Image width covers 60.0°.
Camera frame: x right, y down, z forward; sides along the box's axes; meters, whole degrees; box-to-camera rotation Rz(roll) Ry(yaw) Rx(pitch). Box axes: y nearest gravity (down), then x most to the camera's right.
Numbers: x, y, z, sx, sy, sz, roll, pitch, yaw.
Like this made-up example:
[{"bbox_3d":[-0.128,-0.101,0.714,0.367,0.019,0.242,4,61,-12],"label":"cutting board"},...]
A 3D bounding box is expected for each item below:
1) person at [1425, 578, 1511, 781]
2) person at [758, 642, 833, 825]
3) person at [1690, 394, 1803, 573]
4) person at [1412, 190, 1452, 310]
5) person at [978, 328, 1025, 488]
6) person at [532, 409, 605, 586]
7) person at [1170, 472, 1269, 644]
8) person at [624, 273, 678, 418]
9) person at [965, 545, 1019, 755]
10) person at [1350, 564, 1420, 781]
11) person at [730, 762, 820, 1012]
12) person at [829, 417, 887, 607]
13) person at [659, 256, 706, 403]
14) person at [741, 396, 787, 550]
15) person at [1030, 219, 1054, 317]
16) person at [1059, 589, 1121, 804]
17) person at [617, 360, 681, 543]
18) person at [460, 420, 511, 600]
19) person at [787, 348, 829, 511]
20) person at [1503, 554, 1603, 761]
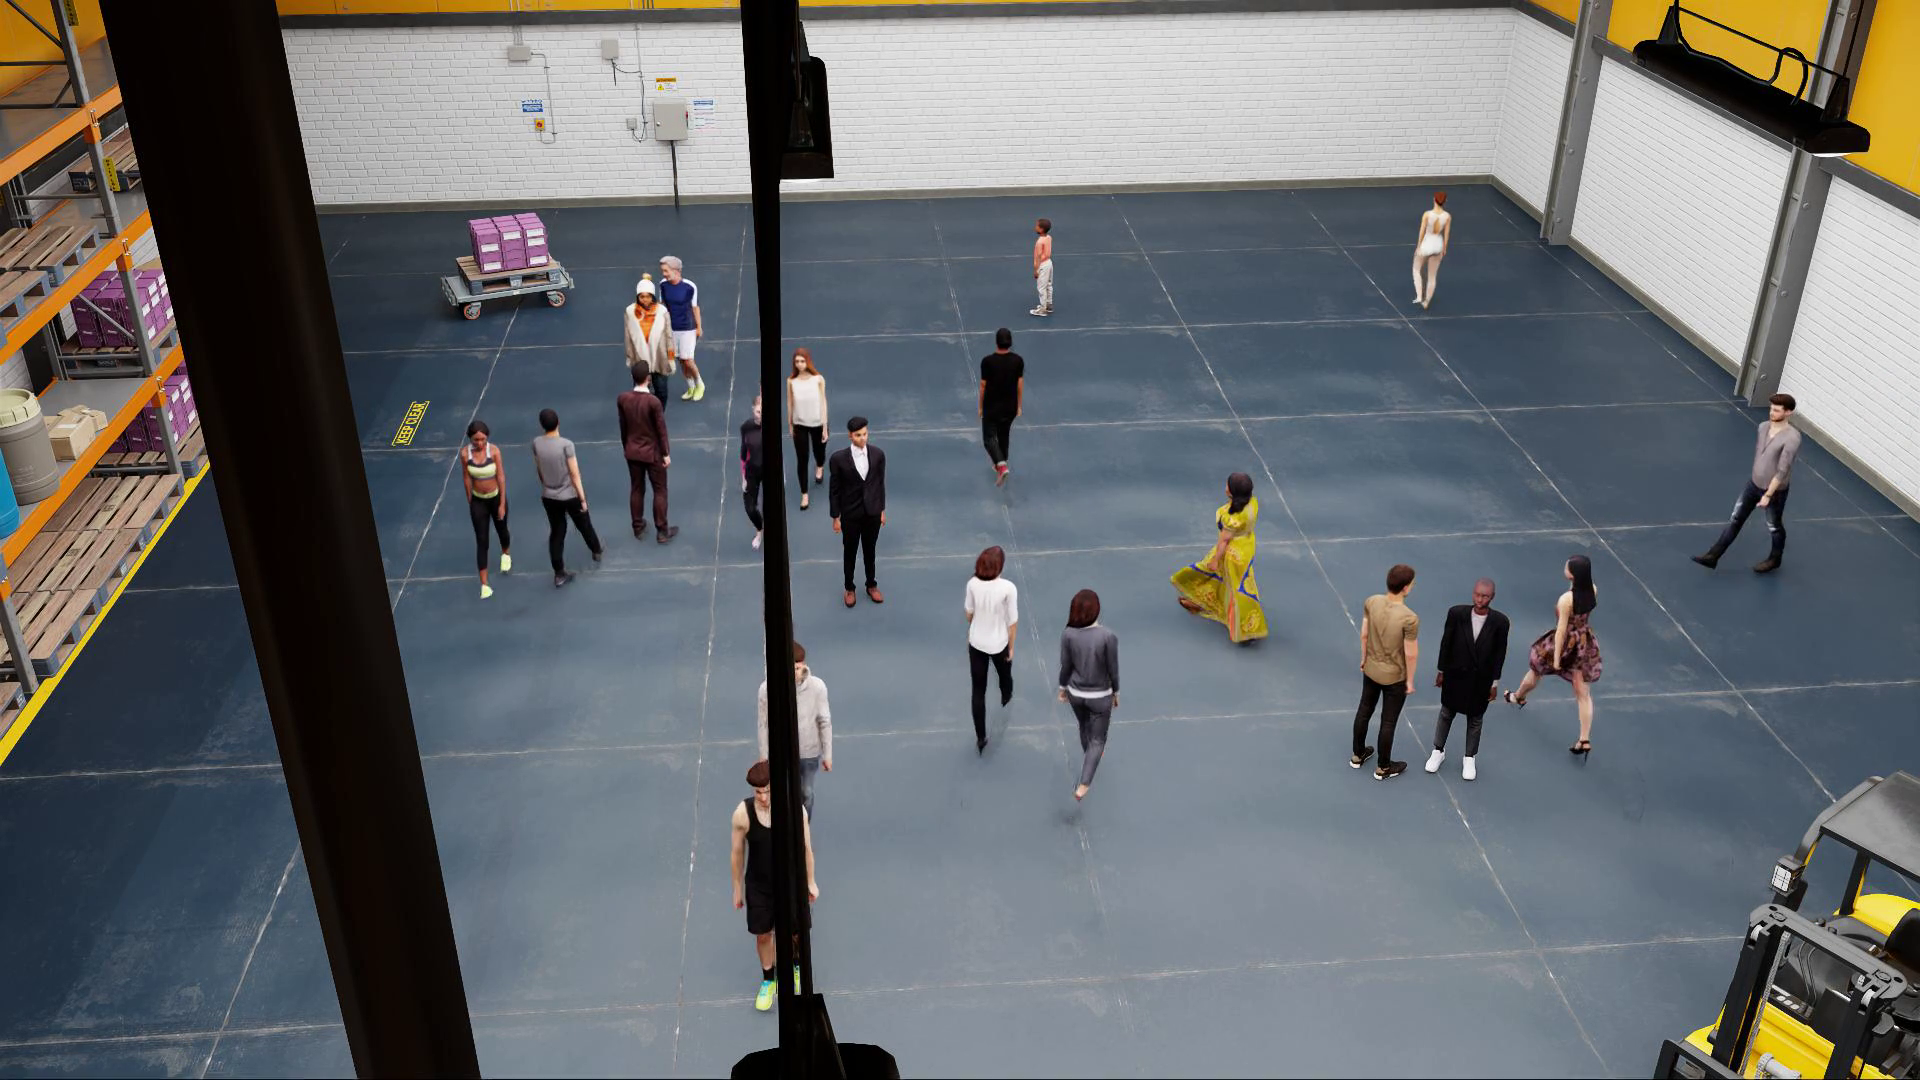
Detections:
[{"bbox_3d":[4.016,1.069,13.108,0.727,1.762,0.708,10,30,18],"label":"person"},{"bbox_3d":[-1.213,1.493,12.245,0.704,1.845,0.631,-4,29,-8],"label":"person"},{"bbox_3d":[7.797,-0.497,15.880,0.941,1.858,1.192,-9,30,-16],"label":"person"},{"bbox_3d":[6.323,-3.856,22.271,0.597,1.635,0.577,1,29,1],"label":"person"},{"bbox_3d":[0.441,-1.374,17.613,0.776,1.738,0.989,-9,30,-16],"label":"person"},{"bbox_3d":[-3.828,-0.372,15.803,0.914,1.711,1.142,9,30,16],"label":"person"},{"bbox_3d":[2.541,0.183,14.886,1.241,1.616,1.302,15,32,26],"label":"person"},{"bbox_3d":[-3.507,-2.136,18.869,0.735,1.874,0.802,-4,29,-8],"label":"person"},{"bbox_3d":[0.210,0.926,13.386,0.835,1.748,1.175,6,29,11],"label":"person"},{"bbox_3d":[3.344,1.029,13.093,0.810,1.848,0.708,-21,35,-34],"label":"person"},{"bbox_3d":[-1.211,2.208,10.890,0.703,1.888,0.618,-2,29,-4],"label":"person"},{"bbox_3d":[-0.933,-0.288,15.470,0.747,1.883,0.646,-9,30,-16],"label":"person"},{"bbox_3d":[-3.246,-2.513,19.632,0.760,1.805,0.793,10,30,18],"label":"person"},{"bbox_3d":[-1.929,-0.668,16.330,0.631,1.727,0.649,4,29,7],"label":"person"},{"bbox_3d":[1.130,-3.659,22.252,0.604,1.307,0.526,15,32,26],"label":"person"},{"bbox_3d":[0.987,1.240,12.823,0.913,1.736,1.145,11,30,19],"label":"person"},{"bbox_3d":[-3.134,-0.871,16.573,0.772,1.850,0.755,9,30,16],"label":"person"},{"bbox_3d":[-4.456,-0.375,15.828,0.617,1.692,1.147,-4,29,-7],"label":"person"},{"bbox_3d":[-1.561,-1.212,17.355,0.617,1.701,0.999,0,29,0],"label":"person"},{"bbox_3d":[4.954,0.965,13.361,0.914,1.704,1.280,-13,31,-23],"label":"person"}]
